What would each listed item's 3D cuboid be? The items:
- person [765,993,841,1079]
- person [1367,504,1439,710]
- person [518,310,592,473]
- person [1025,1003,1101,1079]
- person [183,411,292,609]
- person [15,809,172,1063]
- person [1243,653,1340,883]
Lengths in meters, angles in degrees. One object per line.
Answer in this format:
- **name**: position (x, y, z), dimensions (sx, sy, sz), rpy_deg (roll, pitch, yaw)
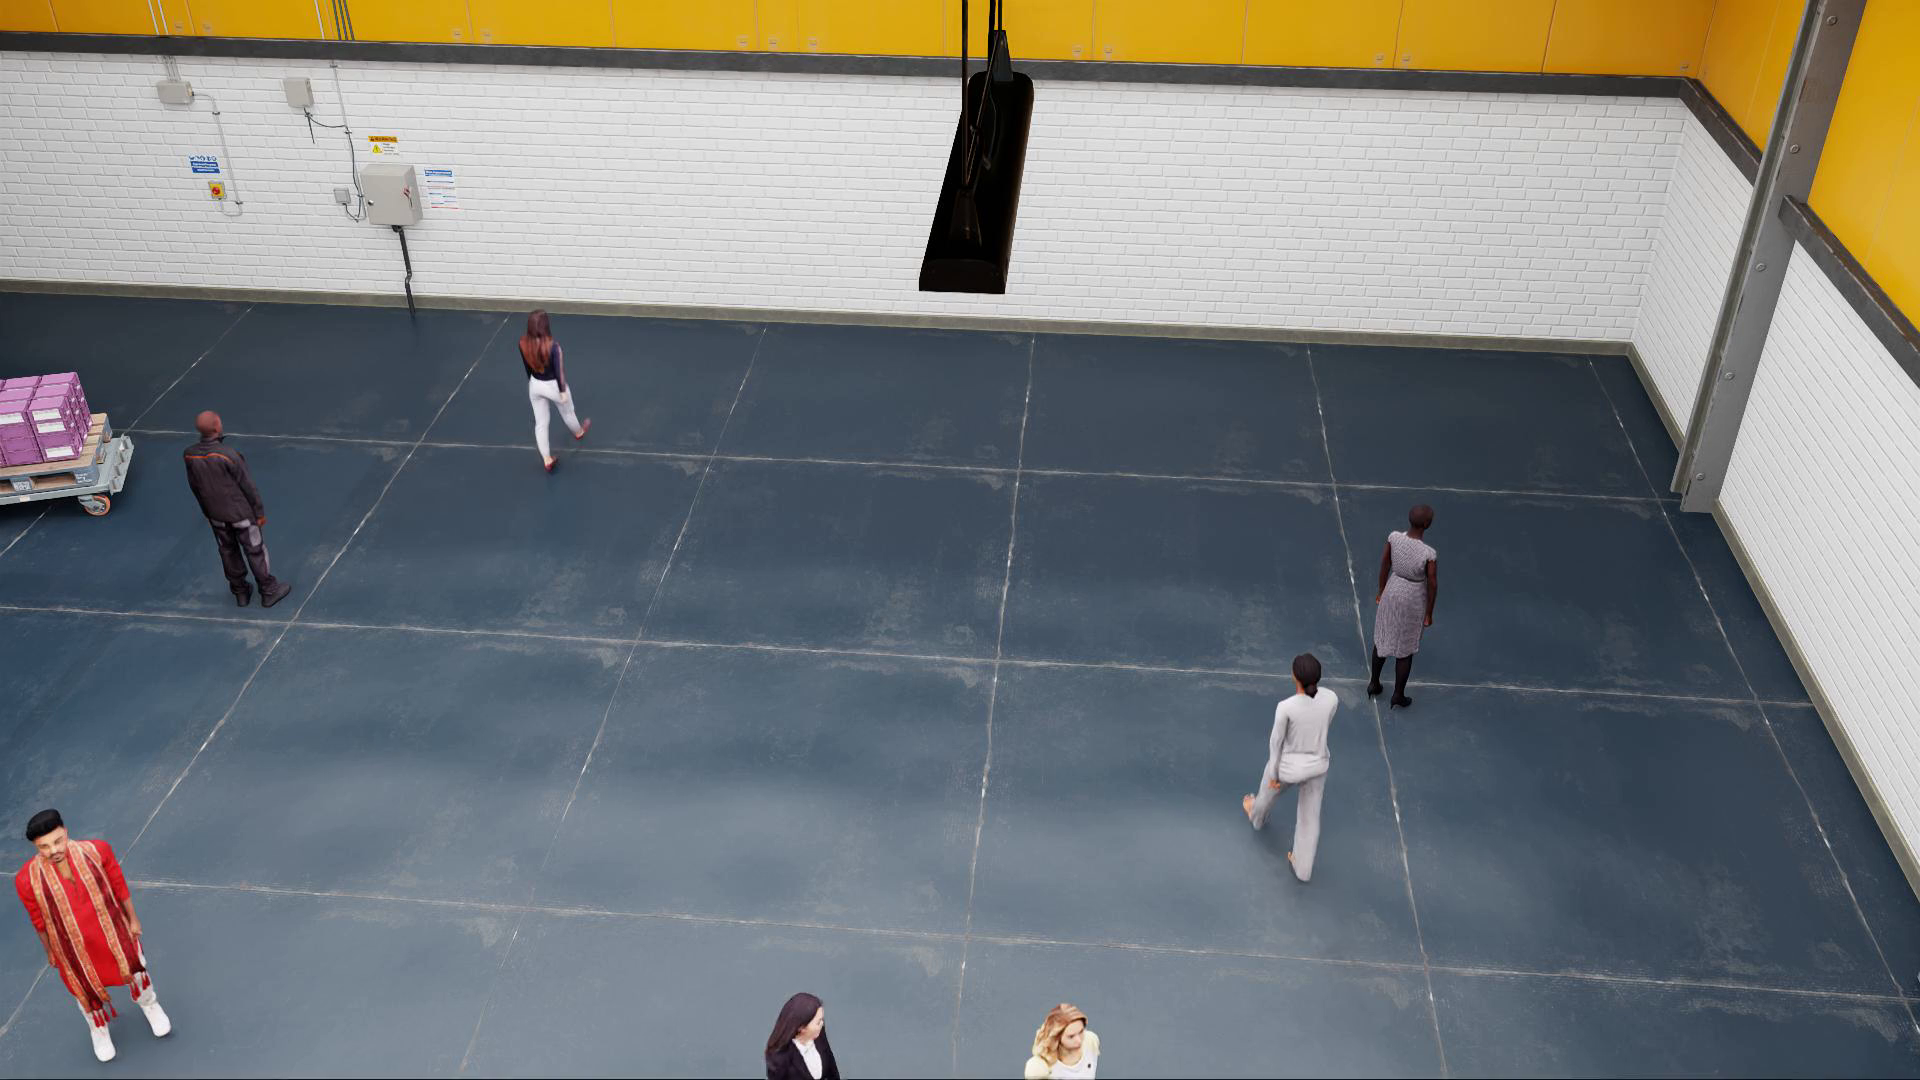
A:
- **person**: position (-0.840, 3.041, 8.887), dimensions (0.861, 1.715, 0.766), rpy_deg (28, 43, 36)
- **person**: position (3.365, 0.500, 12.645), dimensions (0.707, 1.787, 0.742), rpy_deg (28, 43, 35)
- **person**: position (-3.909, -1.381, 15.673), dimensions (0.724, 1.568, 1.054), rpy_deg (8, 34, 12)
- **person**: position (0.526, 3.074, 8.830), dimensions (0.705, 1.723, 0.757), rpy_deg (-23, 40, -31)
- **person**: position (-6.024, -0.246, 13.739), dimensions (0.683, 1.818, 0.576), rpy_deg (3, 34, 4)
- **person**: position (-5.186, 2.293, 9.869), dimensions (0.778, 1.874, 0.813), rpy_deg (-20, 39, -28)
- **person**: position (2.309, 1.563, 11.124), dimensions (0.824, 1.700, 1.111), rpy_deg (-6, 34, -9)
